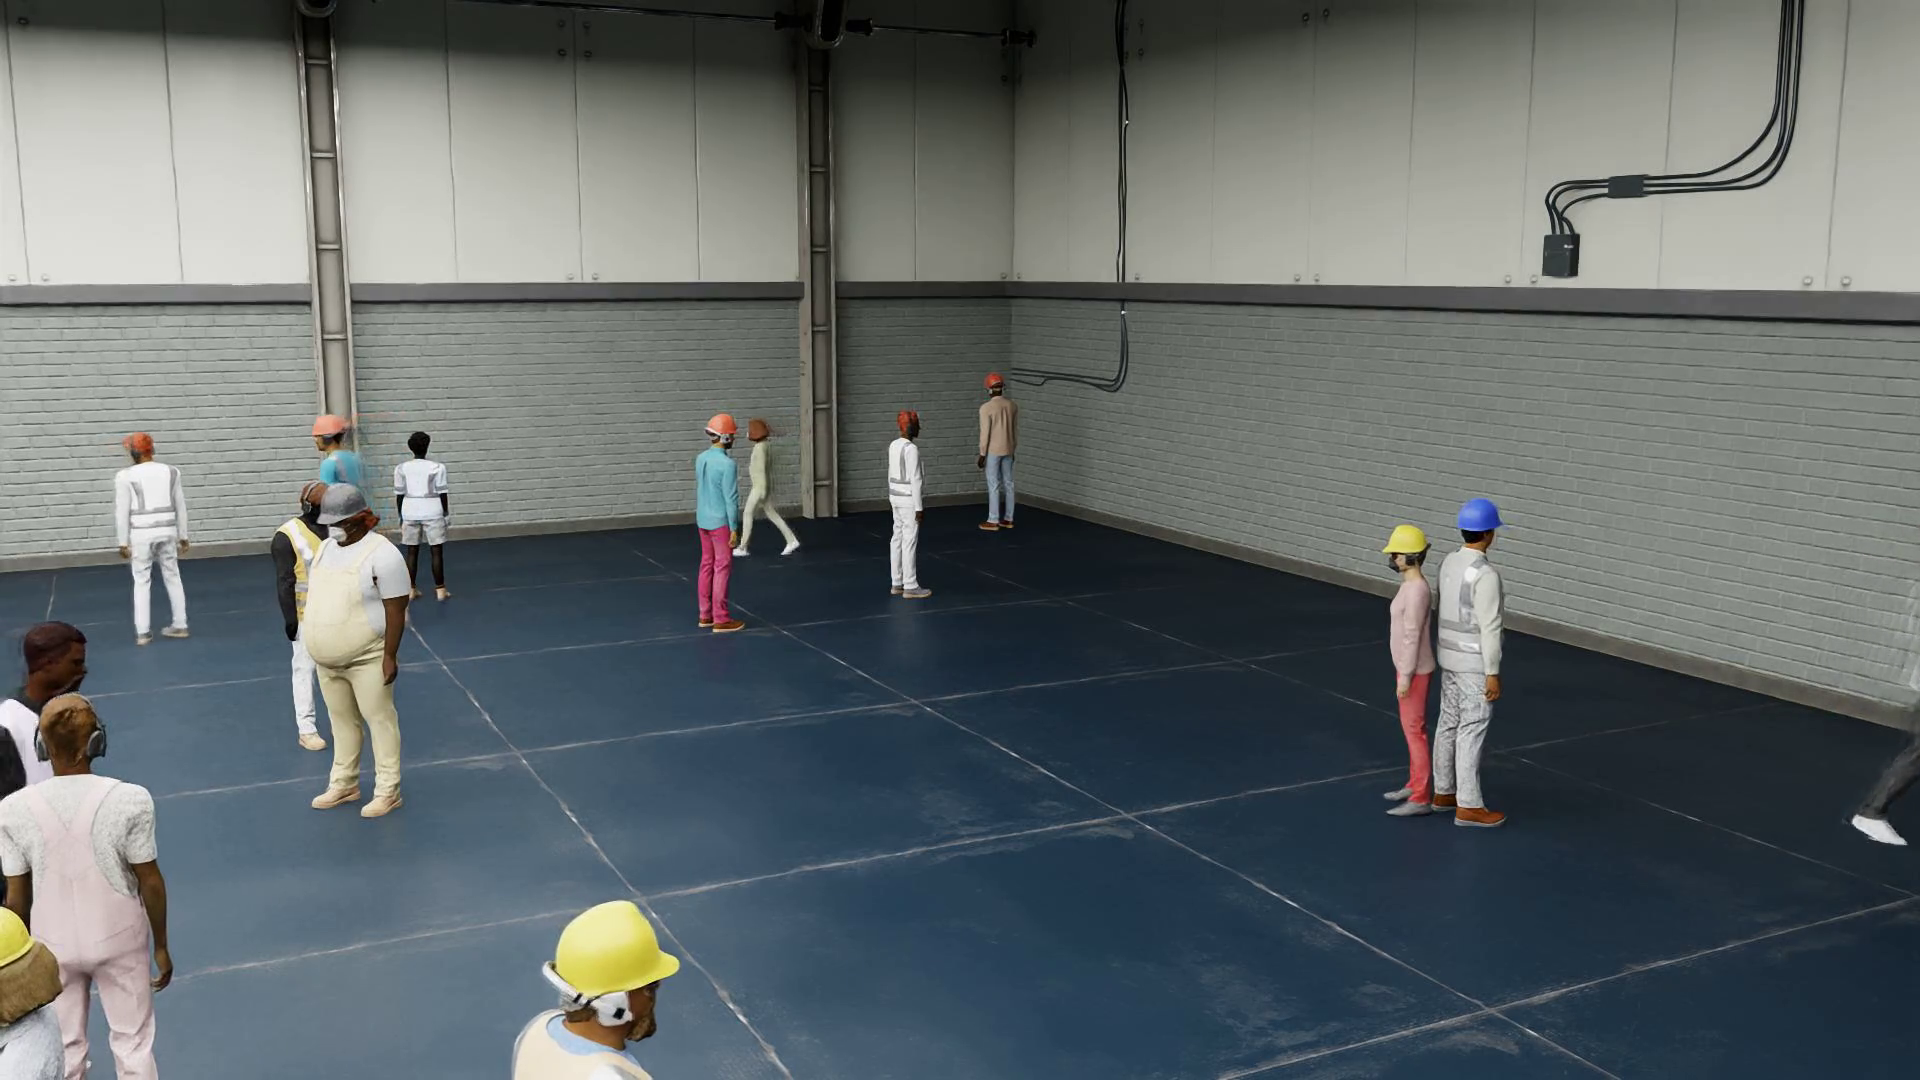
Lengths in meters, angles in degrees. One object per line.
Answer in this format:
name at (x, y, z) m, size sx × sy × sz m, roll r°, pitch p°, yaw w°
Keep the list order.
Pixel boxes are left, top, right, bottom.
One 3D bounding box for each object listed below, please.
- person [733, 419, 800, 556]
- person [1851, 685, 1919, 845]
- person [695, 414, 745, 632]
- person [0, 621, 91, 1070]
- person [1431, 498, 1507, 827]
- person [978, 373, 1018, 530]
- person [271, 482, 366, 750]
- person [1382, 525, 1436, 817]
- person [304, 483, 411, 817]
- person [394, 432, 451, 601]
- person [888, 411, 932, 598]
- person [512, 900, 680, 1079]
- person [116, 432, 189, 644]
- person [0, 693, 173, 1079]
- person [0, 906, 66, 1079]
person at (-2.258, -0.605, 19.125) m, size 0.842 × 1.595 × 0.514 m, roll 0°, pitch 9°, yaw -2°
person at (5.608, 0.859, 9.303) m, size 0.591 × 1.867 × 1.032 m, roll -8°, pitch 12°, yaw -40°
person at (-2.184, -0.158, 15.187) m, size 0.415 × 1.985 × 0.609 m, roll -8°, pitch 12°, yaw -39°
person at (-3.700, 1.271, 6.696) m, size 0.436 × 1.883 × 0.629 m, roll -1°, pitch 9°, yaw -7°
person at (3.029, 0.717, 9.882) m, size 0.375 × 1.949 × 0.614 m, roll -2°, pitch 9°, yaw -11°
person at (0.464, -1.115, 21.072) m, size 0.611 × 1.984 × 0.401 m, roll -8°, pitch 12°, yaw -39°
person at (-4.406, 0.511, 11.510) m, size 0.429 × 1.840 × 0.624 m, roll 6°, pitch 11°, yaw 31°
person at (2.707, 0.784, 10.075) m, size 0.350 × 1.762 × 0.528 m, roll 2°, pitch 9°, yaw 12°
person at (-3.672, 0.651, 10.019) m, size 0.677 × 2.000 × 0.536 m, roll 5°, pitch 10°, yaw 26°
person at (-5.342, -0.231, 16.540) m, size 0.536 × 1.693 × 0.320 m, roll 0°, pitch 9°, yaw 3°
person at (-0.525, -0.362, 16.746) m, size 0.354 × 1.883 × 0.576 m, roll -5°, pitch 10°, yaw -28°
person at (-0.833, 1.742, 3.973) m, size 0.403 × 1.826 × 0.592 m, roll -7°, pitch 11°, yaw -36°
person at (-7.129, -0.025, 14.709) m, size 0.381 × 1.874 × 0.601 m, roll 7°, pitch 12°, yaw 37°
person at (-3.021, 1.436, 5.791) m, size 0.507 × 1.844 × 0.346 m, roll -2°, pitch 10°, yaw -15°
person at (-2.386, 1.746, 4.211) m, size 0.311 × 1.735 × 0.484 m, roll -5°, pitch 10°, yaw -27°
